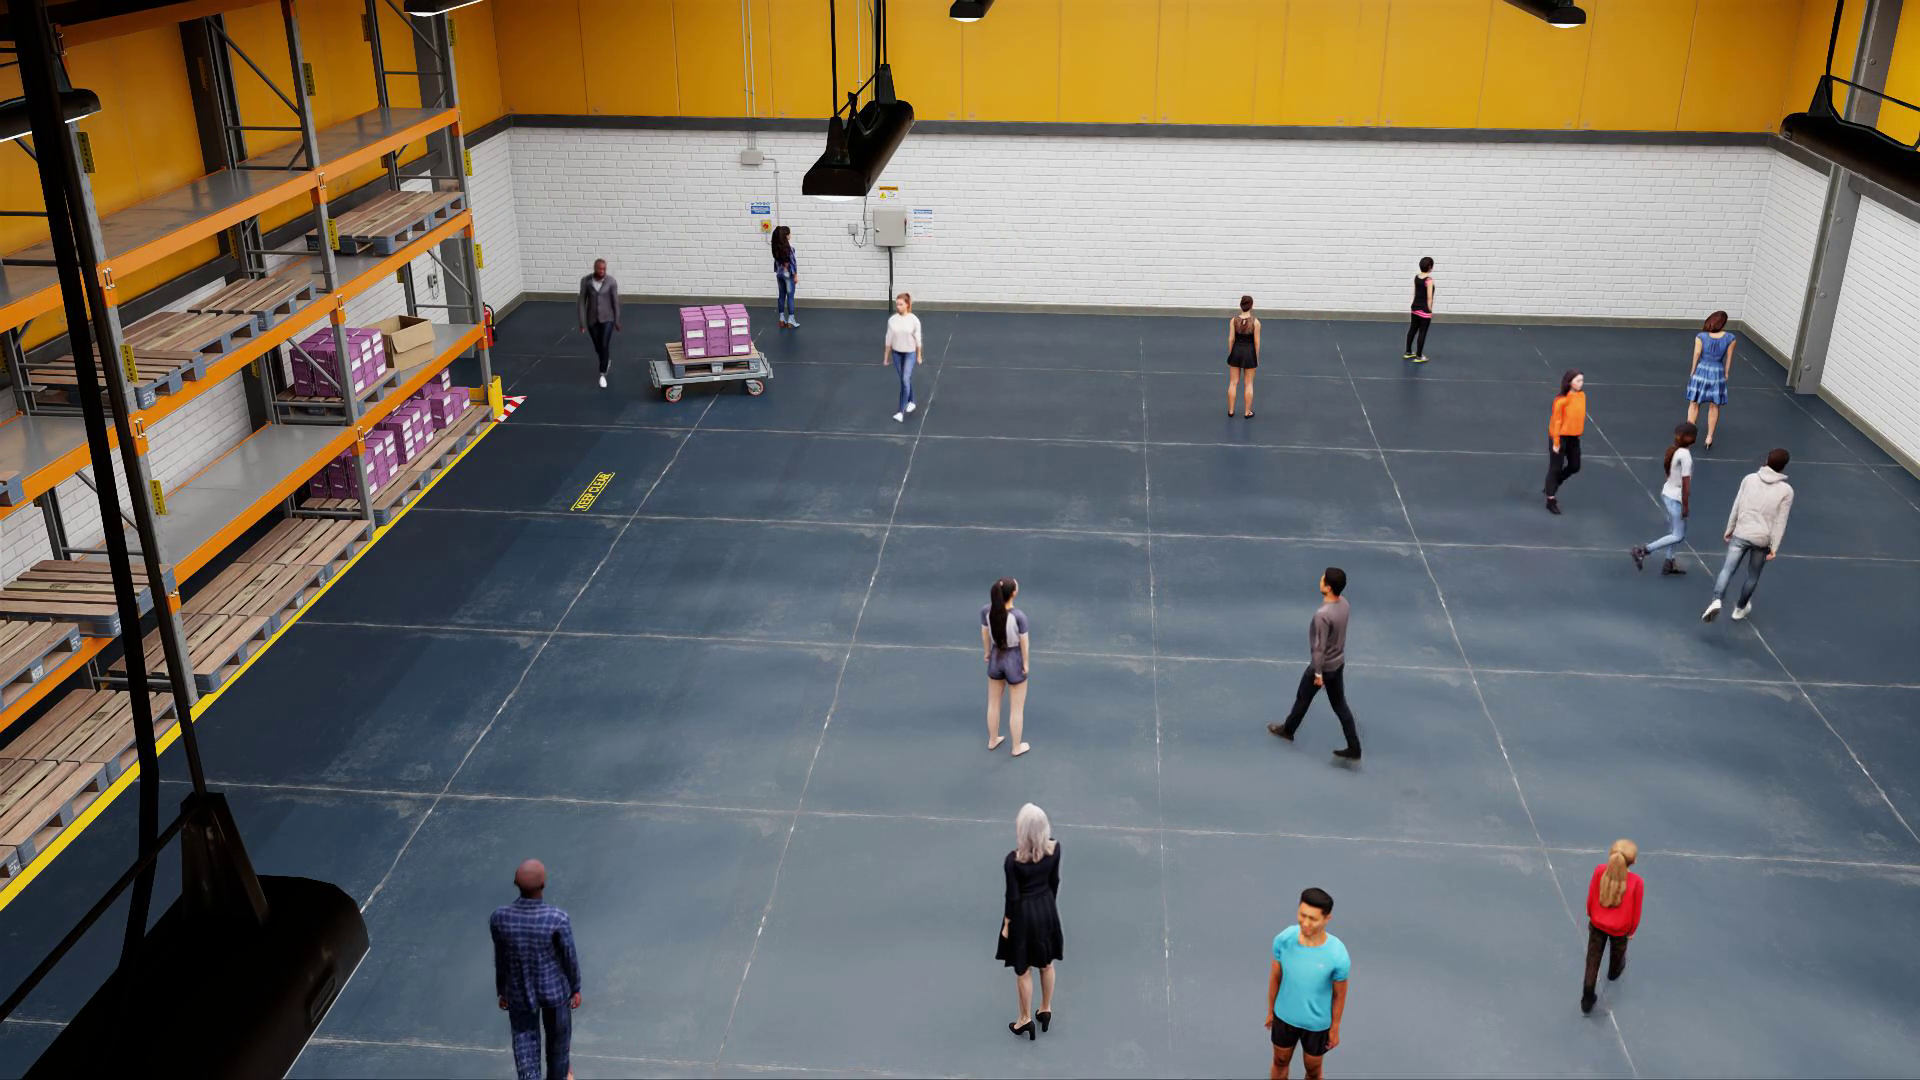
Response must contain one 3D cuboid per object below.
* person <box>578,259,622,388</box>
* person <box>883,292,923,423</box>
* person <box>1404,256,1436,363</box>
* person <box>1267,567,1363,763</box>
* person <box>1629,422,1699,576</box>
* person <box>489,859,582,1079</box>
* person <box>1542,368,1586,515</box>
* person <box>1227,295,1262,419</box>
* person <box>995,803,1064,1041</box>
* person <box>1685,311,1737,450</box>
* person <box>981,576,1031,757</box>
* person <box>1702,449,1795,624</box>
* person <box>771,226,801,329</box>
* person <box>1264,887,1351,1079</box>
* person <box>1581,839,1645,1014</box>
[{"bbox_3d":[-5.093,-3.118,23.585,0.762,1.780,1.174,1,24,3],"label":"person"},{"bbox_3d":[-0.710,-2.461,22.207,0.825,1.679,1.123,9,25,20],"label":"person"},{"bbox_3d":[6.814,-3.421,24.562,0.665,1.551,0.571,-10,25,-21],"label":"person"},{"bbox_3d":[3.168,1.091,14.027,1.178,1.722,1.160,-14,27,-29],"label":"person"},{"bbox_3d":[7.451,-0.408,17.468,0.677,1.713,0.802,3,24,7],"label":"person"},{"bbox_3d":[-2.576,2.760,10.103,0.740,1.807,0.873,-1,24,-3],"label":"person"},{"bbox_3d":[6.893,-1.167,19.171,0.760,1.741,0.807,-12,26,-26],"label":"person"},{"bbox_3d":[3.776,-2.457,22.204,0.639,1.675,0.641,9,25,19],"label":"person"},{"bbox_3d":[0.460,2.475,10.832,0.702,1.746,0.738,-13,27,-27],"label":"person"},{"bbox_3d":[9.483,-2.032,21.067,0.704,1.806,0.623,6,24,14],"label":"person"},{"bbox_3d":[0.398,1.066,14.176,0.667,1.650,0.658,13,27,27],"label":"person"},{"bbox_3d":[7.769,0.022,16.359,1.106,1.814,1.269,15,28,31],"label":"person"},{"bbox_3d":[-2.737,-4.148,26.145,0.695,1.616,0.722,18,29,36],"label":"person"},{"bbox_3d":[2.060,2.838,9.964,0.684,1.776,0.663,13,27,26],"label":"person"},{"bbox_3d":[4.343,2.603,11.160,0.772,1.249,0.952,15,28,30],"label":"person"}]
